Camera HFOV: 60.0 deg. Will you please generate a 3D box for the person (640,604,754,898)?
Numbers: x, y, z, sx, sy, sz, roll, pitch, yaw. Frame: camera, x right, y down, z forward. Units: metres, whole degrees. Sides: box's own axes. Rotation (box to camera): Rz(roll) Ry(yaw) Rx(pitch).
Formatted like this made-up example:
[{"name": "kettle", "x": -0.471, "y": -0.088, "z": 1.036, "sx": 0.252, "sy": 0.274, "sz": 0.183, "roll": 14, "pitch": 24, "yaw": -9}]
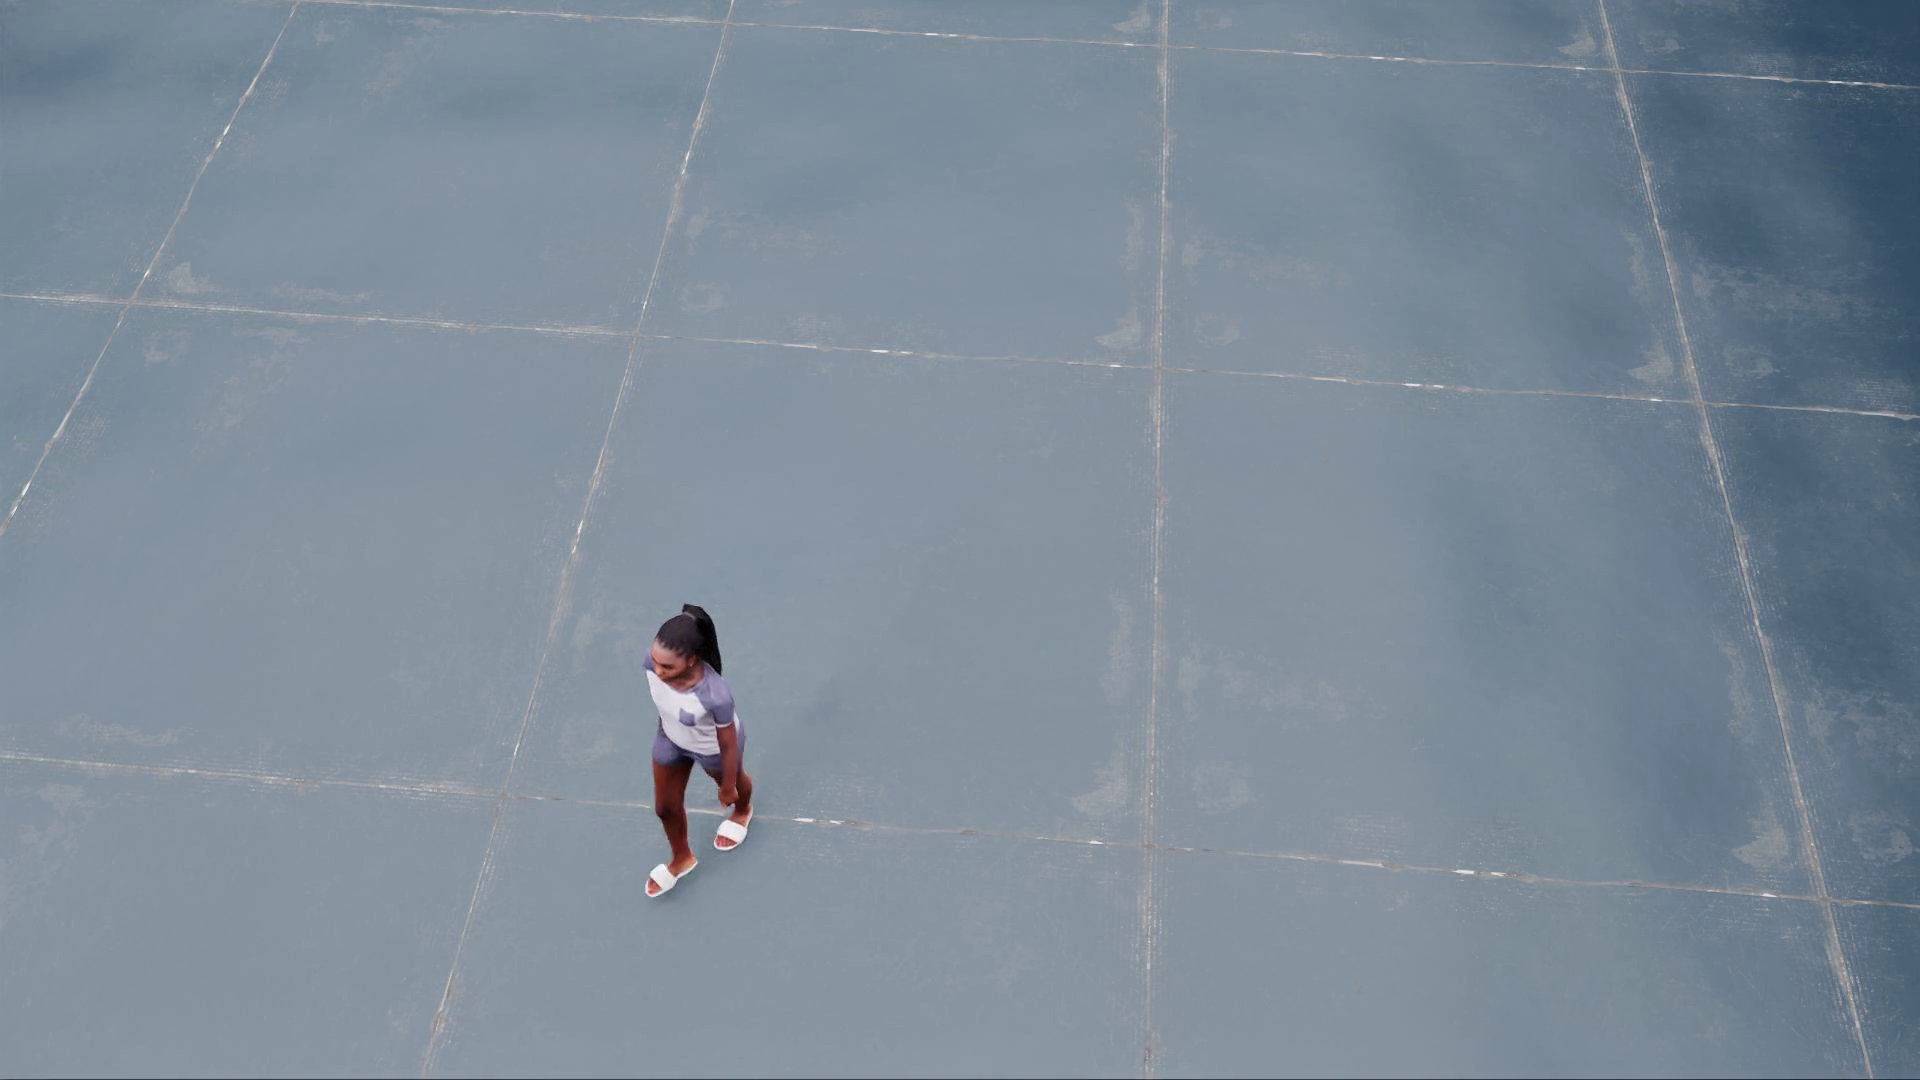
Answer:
[{"name": "person", "x": -1.020, "y": 0.791, "z": 6.942, "sx": 0.909, "sy": 1.706, "sz": 0.898, "roll": 25, "pitch": 56, "yaw": 18}]
